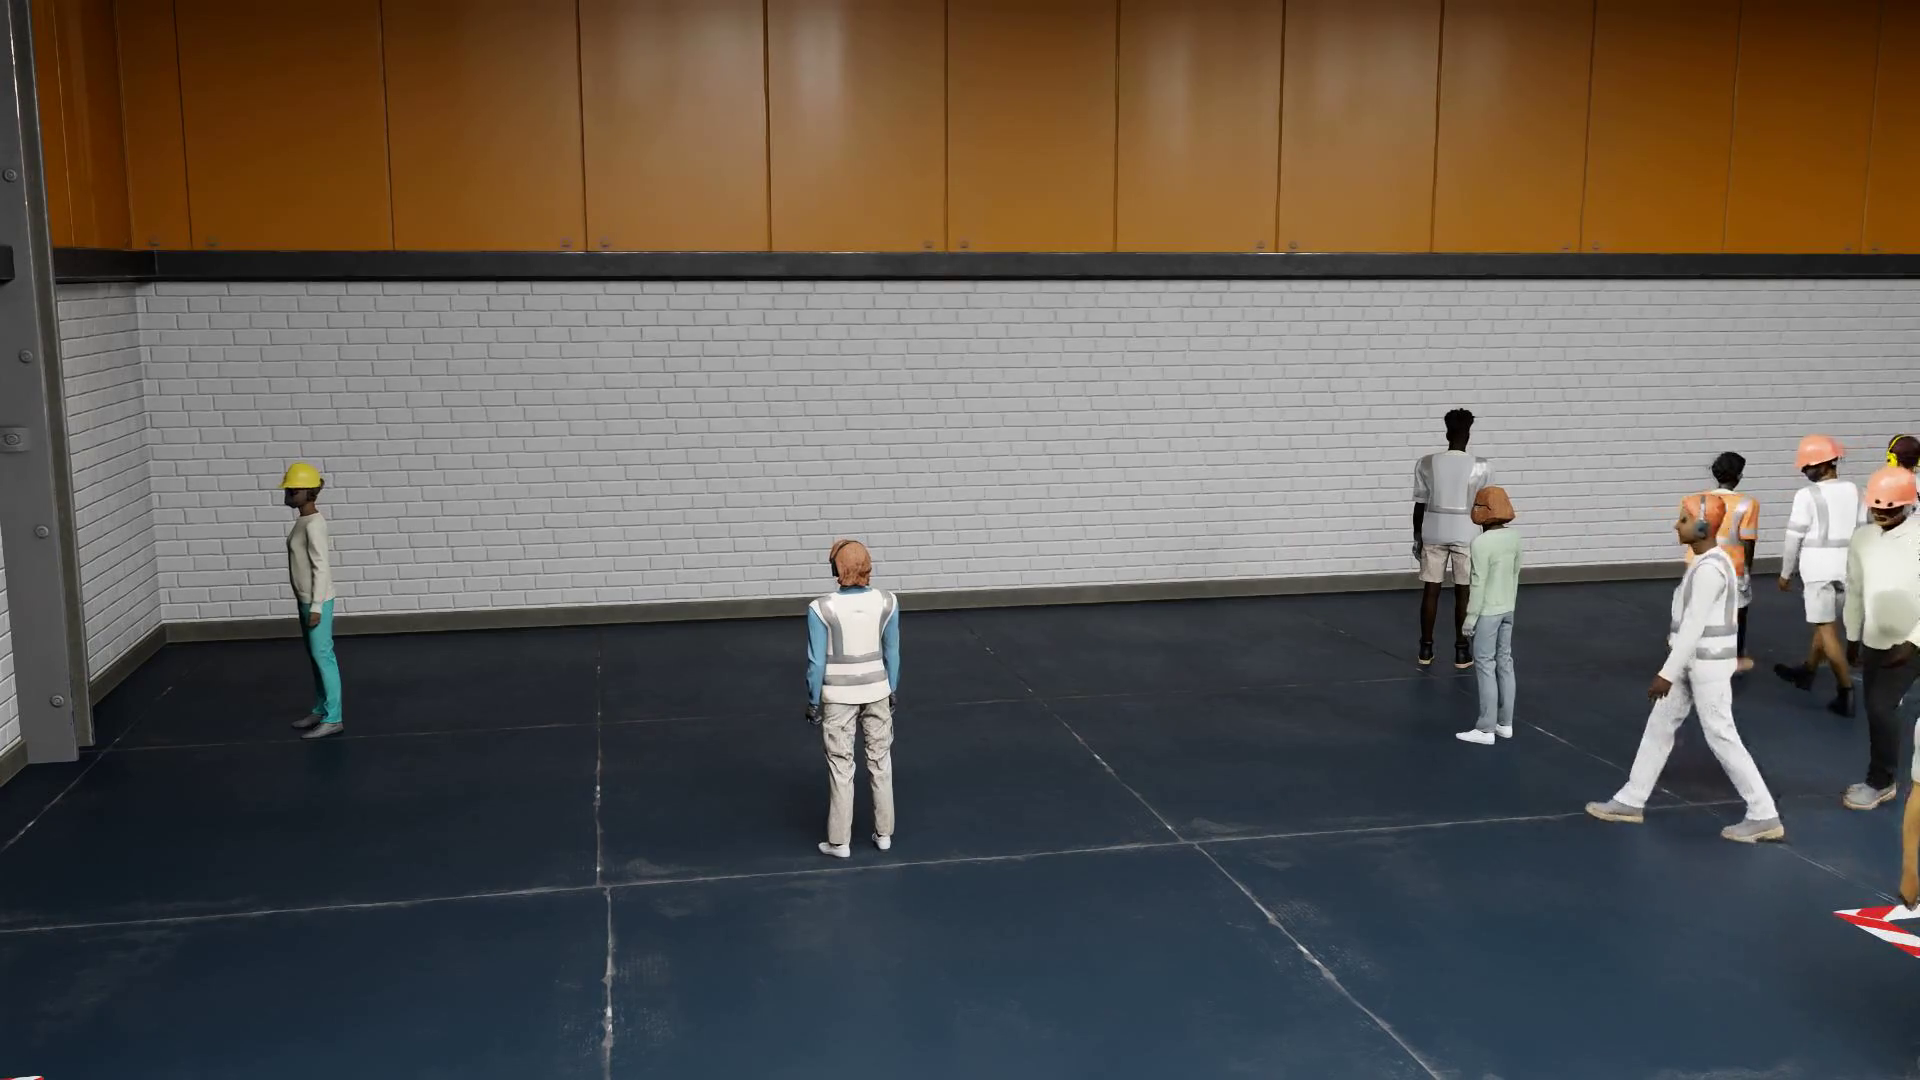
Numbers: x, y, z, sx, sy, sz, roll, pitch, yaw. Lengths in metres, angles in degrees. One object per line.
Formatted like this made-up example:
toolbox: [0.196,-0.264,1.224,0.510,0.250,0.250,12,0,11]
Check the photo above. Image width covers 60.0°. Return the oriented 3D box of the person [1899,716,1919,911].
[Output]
person: [3.562,1.181,5.681,0.540,1.800,0.927,1,9,8]

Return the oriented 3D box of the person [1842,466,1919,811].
person: [5.138,0.552,9.132,0.632,1.935,0.650,-3,10,-20]

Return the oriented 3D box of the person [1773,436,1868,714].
person: [5.932,0.219,11.425,0.556,1.869,0.933,-3,10,-18]

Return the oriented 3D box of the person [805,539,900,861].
person: [-0.540,0.810,8.455,0.514,1.642,0.310,-5,10,-26]

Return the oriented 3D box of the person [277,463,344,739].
person: [-4.174,0.385,10.668,0.311,1.769,0.533,-5,11,-30]

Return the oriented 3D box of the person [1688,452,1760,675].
person: [5.575,0.190,12.113,0.716,1.671,0.547,-9,13,-43]

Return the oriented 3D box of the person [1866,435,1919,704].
person: [6.513,0.189,11.638,0.567,1.839,0.734,1,9,4]

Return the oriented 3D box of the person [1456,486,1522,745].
person: [3.356,0.473,10.528,0.506,1.632,0.268,-8,12,-40]

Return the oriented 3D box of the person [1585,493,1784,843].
person: [3.901,0.668,8.754,0.970,1.840,0.576,3,10,18]

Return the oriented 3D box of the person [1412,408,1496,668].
person: [3.709,-0.016,12.538,0.607,1.958,0.379,4,10,25]
